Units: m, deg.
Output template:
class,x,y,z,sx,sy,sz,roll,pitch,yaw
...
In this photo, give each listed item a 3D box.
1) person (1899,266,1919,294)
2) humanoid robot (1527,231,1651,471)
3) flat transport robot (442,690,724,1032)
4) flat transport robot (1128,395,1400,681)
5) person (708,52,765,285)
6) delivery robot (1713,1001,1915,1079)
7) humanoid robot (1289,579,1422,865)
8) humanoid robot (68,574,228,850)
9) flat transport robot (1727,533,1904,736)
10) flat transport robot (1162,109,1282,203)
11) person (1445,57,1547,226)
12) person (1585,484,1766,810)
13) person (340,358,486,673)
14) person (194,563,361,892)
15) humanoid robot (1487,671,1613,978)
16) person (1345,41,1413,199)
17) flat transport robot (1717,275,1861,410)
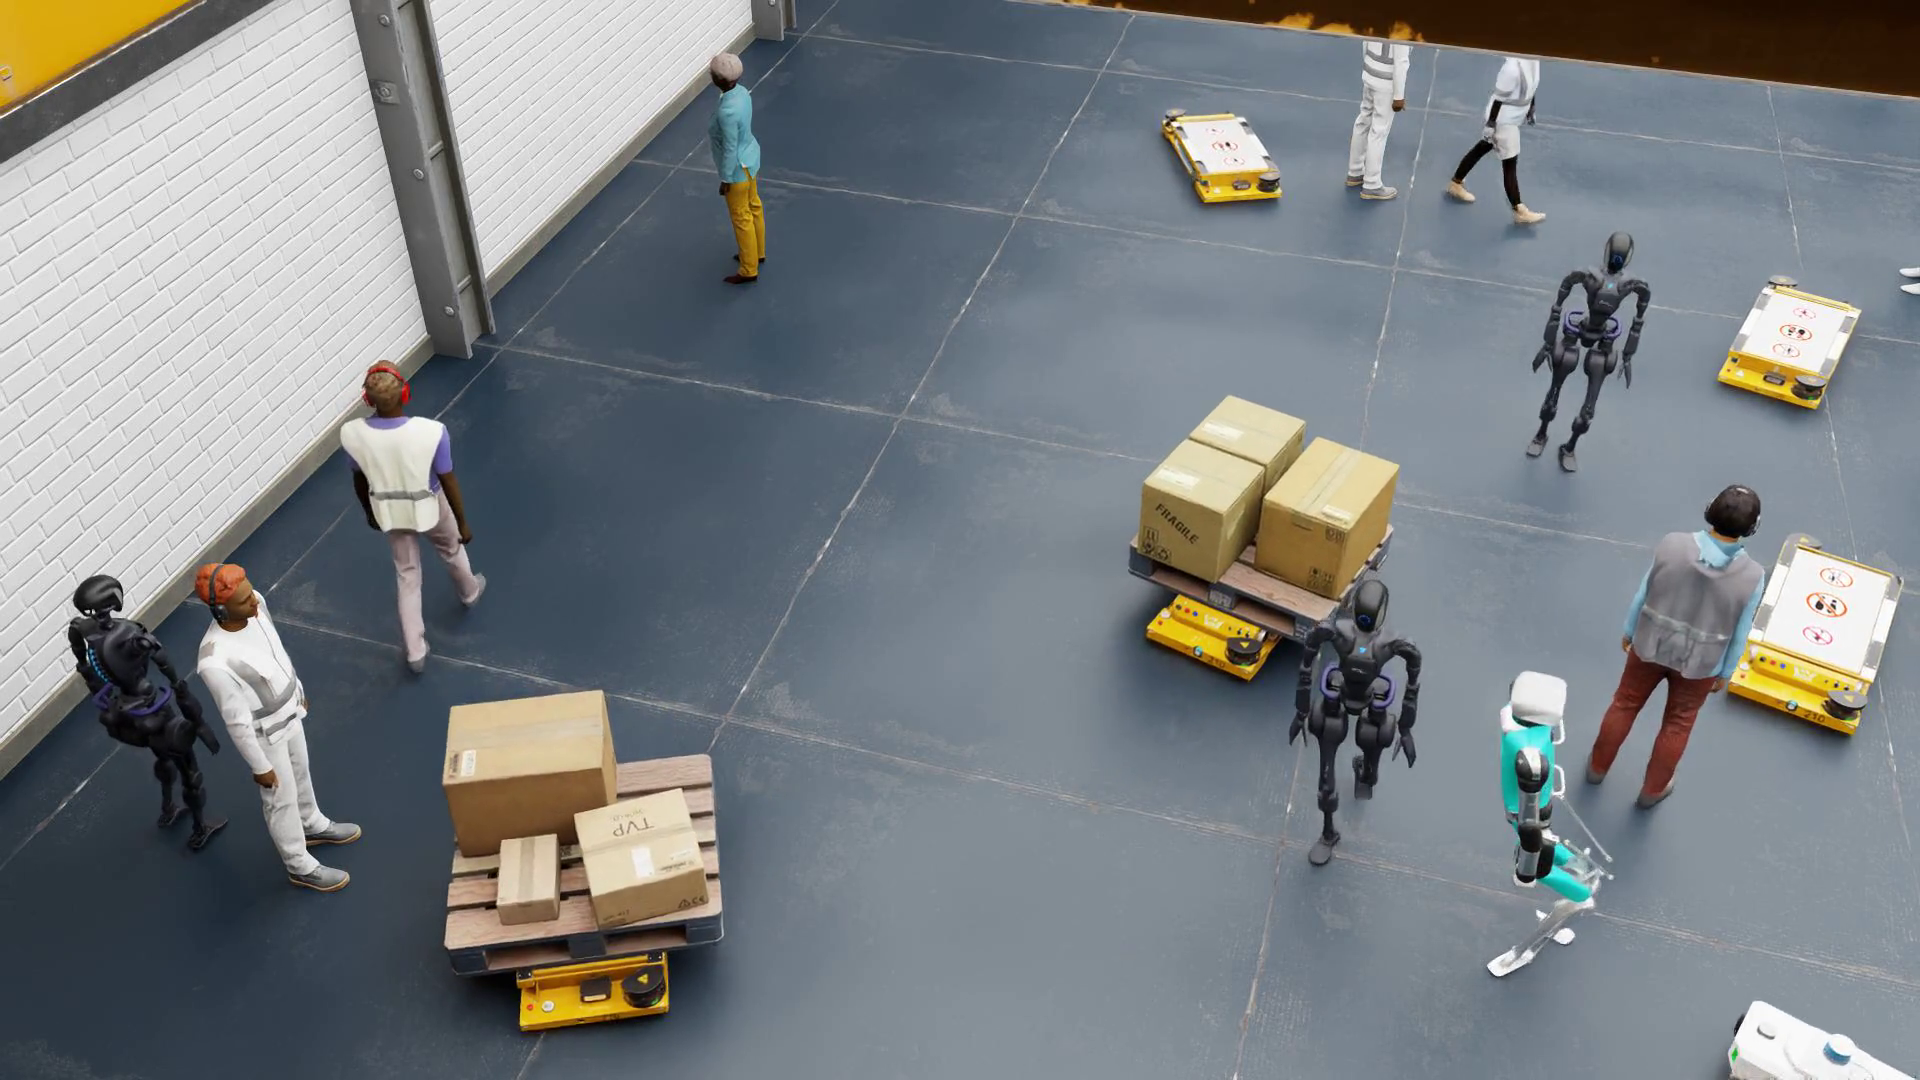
class,x,y,z,sx,sy,sz,roll,pitch,yaw
person,7.265,-2.559,12.101,0.314,1.629,0.506,18,42,21
humanoid robot,3.916,-1.193,10.362,0.596,1.649,0.345,9,40,11
flat transport robot,-1.743,1.660,7.939,0.659,0.231,1.431,-6,39,-7
flat transport robot,1.721,0.235,9.712,0.659,0.231,1.431,23,44,26
person,-1.649,-2.725,12.207,0.343,1.755,0.526,6,39,7
delivery robot,3.585,2.278,6.936,0.769,0.587,0.499,26,46,29
humanoid robot,1.898,0.784,7.919,0.602,1.645,0.640,10,40,12
humanoid robot,-3.825,0.815,7.858,0.616,1.649,0.338,10,40,12
flat transport robot,4.849,0.497,9.386,0.659,0.231,1.431,22,44,25
flat transport robot,2.202,-3.267,14.069,0.659,0.231,1.431,-5,39,-7
person,4.310,-3.306,13.015,0.889,1.644,0.540,22,44,25
person,3.474,0.545,8.059,0.543,1.863,0.440,24,44,27
person,-2.945,-0.174,8.996,0.584,1.807,0.870,-1,39,-1
person,-3.161,0.854,7.655,0.352,1.882,0.580,-2,39,-3
humanoid robot,2.657,1.294,7.227,0.873,1.772,0.591,7,39,8
person,3.382,-3.647,13.255,0.356,1.882,0.572,-10,40,-12
flat transport robot,5.889,-1.413,11.762,0.659,0.231,1.431,23,44,25
